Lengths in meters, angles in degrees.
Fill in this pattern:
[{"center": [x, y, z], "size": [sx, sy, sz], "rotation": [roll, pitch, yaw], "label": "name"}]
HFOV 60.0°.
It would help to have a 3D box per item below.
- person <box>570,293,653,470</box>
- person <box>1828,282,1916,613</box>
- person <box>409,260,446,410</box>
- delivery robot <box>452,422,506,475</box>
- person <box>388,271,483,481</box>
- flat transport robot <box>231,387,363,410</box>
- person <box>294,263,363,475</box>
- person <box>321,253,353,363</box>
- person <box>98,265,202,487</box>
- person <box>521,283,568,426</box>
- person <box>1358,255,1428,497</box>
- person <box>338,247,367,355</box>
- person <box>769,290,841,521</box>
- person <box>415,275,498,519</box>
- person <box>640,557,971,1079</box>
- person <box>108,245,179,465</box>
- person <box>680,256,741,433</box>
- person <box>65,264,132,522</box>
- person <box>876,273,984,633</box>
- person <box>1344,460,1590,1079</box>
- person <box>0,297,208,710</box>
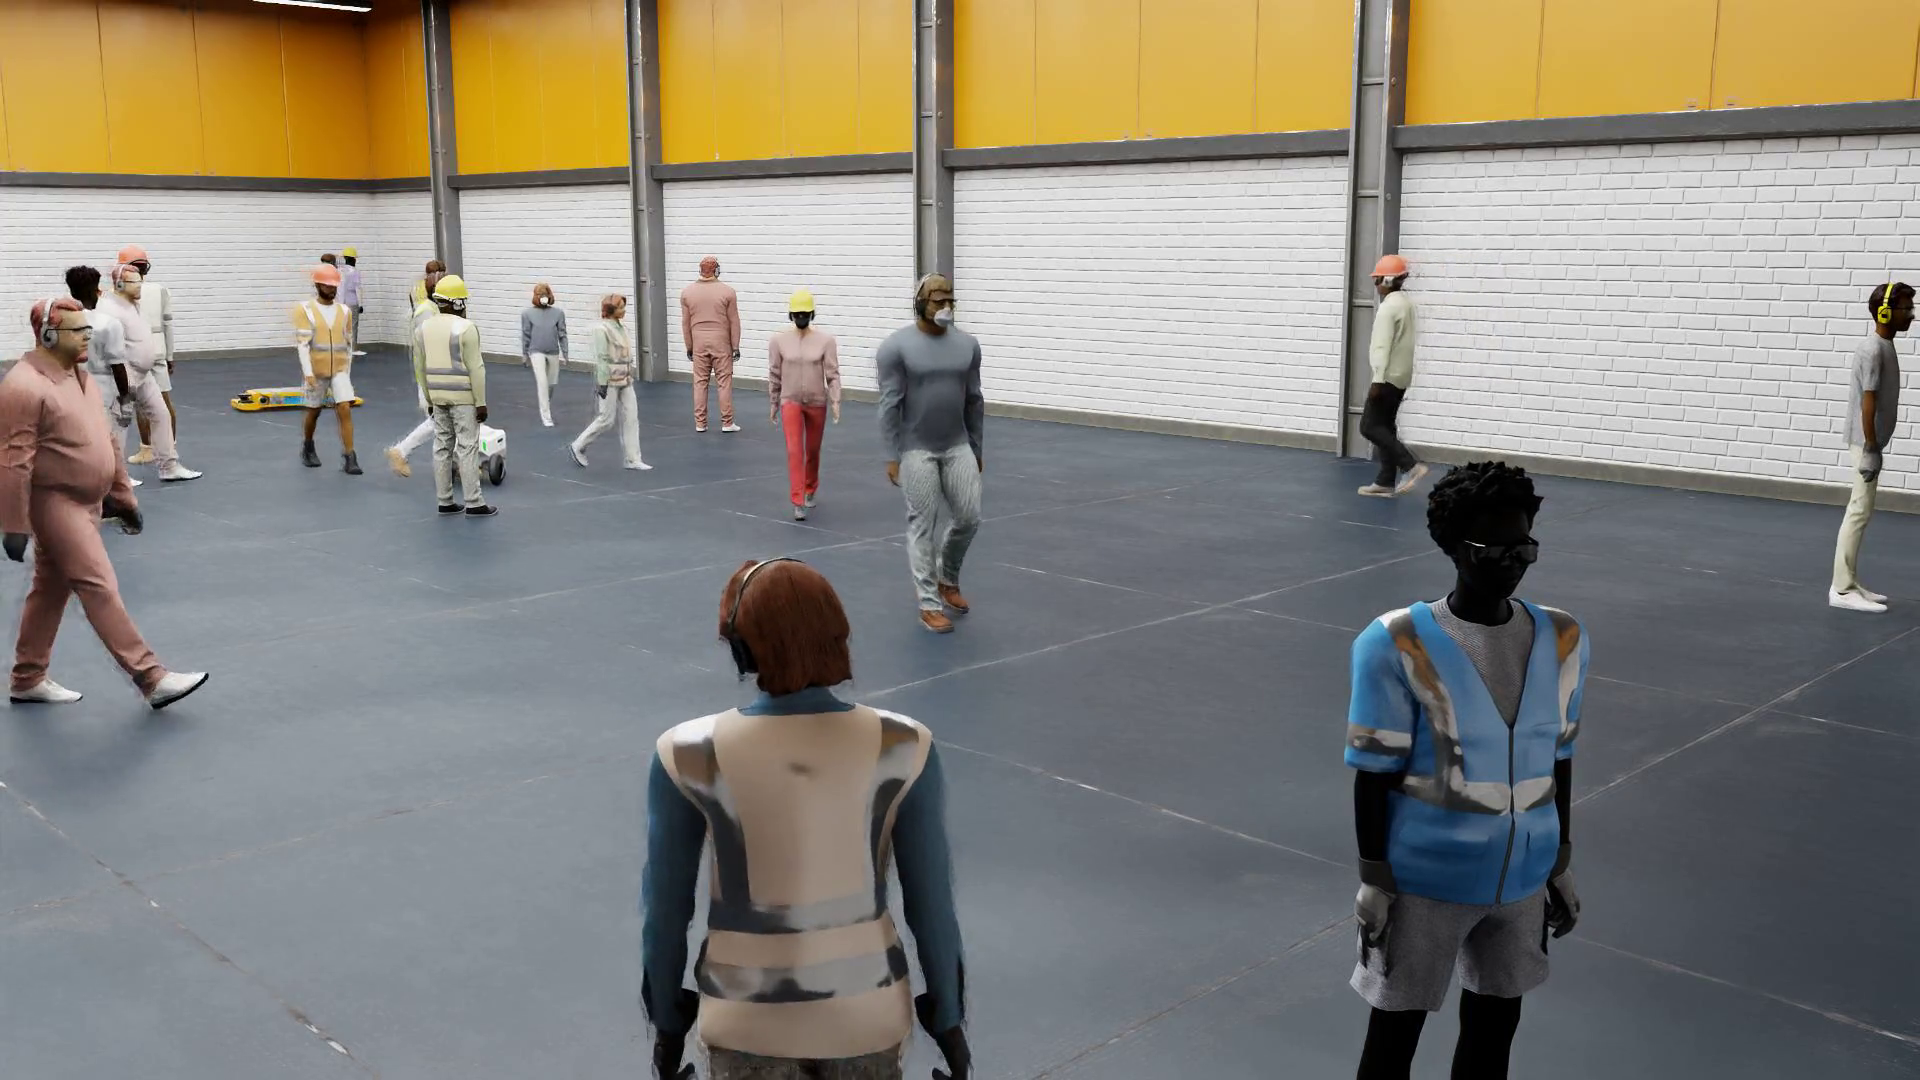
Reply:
[{"center": [-3.190, -1.432, 15.115], "size": [0.708, 1.616, 0.522], "rotation": [4, 11, 18], "label": "person"}, {"center": [5.223, -0.532, 9.516], "size": [0.310, 1.868, 0.533], "rotation": [6, 12, 29], "label": "person"}, {"center": [-6.410, -2.494, 20.332], "size": [0.632, 1.837, 0.432], "rotation": [5, 11, 25], "label": "person"}, {"center": [-4.179, -0.819, 14.408], "size": [0.477, 0.478, 0.707], "rotation": [0, 10, -1], "label": "delivery robot"}, {"center": [-4.538, -1.392, 14.318], "size": [0.671, 1.827, 0.632], "rotation": [0, 10, -1], "label": "person"}, {"center": [-8.231, -1.774, 20.645], "size": [1.431, 0.197, 0.652], "rotation": [-6, 12, -31], "label": "flat transport robot"}, {"center": [-5.756, -1.556, 15.068], "size": [0.540, 1.898, 0.996], "rotation": [-9, 13, -39], "label": "person"}, {"center": [-10.421, -3.820, 27.551], "size": [0.671, 1.827, 0.683], "rotation": [8, 13, 38], "label": "person"}, {"center": [-6.905, -1.375, 14.076], "size": [0.850, 1.872, 0.683], "rotation": [0, 10, -2], "label": "person"}, {"center": [-4.716, -2.111, 18.857], "size": [0.504, 1.610, 0.739], "rotation": [-6, 12, -28], "label": "person"}, {"center": [3.499, -1.302, 13.408], "size": [0.514, 1.975, 0.642], "rotation": [6, 12, 31], "label": "person"}, {"center": [-10.847, -4.245, 29.635], "size": [0.580, 1.918, 0.399], "rotation": [6, 12, 28], "label": "person"}, {"center": [-1.188, -1.051, 12.749], "size": [0.536, 1.722, 0.897], "rotation": [-2, 10, -8], "label": "person"}, {"center": [-3.802, -1.075, 12.568], "size": [0.588, 1.834, 0.403], "rotation": [5, 12, 25], "label": "person"}, {"center": [-0.253, 0.836, 2.808], "size": [0.559, 1.592, 0.855], "rotation": [-2, 11, -12], "label": "person"}, {"center": [-7.628, -1.718, 15.502], "size": [0.395, 2.042, 0.611], "rotation": [6, 12, 29], "label": "person"}, {"center": [-2.676, -2.108, 18.005], "size": [0.643, 1.909, 0.410], "rotation": [2, 10, 8], "label": "person"}, {"center": [-6.375, -1.025, 12.053], "size": [0.610, 1.936, 0.910], "rotation": [1, 10, 7], "label": "person"}, {"center": [-0.131, -0.473, 9.018], "size": [0.652, 1.931, 0.482], "rotation": [-5, 12, -26], "label": "person"}, {"center": [1.023, 0.679, 3.381], "size": [0.534, 1.697, 0.318], "rotation": [-3, 11, -16], "label": "person"}, {"center": [-3.897, -0.144, 7.442], "size": [1.005, 1.853, 0.672], "rotation": [-1, 10, -4], "label": "person"}]
